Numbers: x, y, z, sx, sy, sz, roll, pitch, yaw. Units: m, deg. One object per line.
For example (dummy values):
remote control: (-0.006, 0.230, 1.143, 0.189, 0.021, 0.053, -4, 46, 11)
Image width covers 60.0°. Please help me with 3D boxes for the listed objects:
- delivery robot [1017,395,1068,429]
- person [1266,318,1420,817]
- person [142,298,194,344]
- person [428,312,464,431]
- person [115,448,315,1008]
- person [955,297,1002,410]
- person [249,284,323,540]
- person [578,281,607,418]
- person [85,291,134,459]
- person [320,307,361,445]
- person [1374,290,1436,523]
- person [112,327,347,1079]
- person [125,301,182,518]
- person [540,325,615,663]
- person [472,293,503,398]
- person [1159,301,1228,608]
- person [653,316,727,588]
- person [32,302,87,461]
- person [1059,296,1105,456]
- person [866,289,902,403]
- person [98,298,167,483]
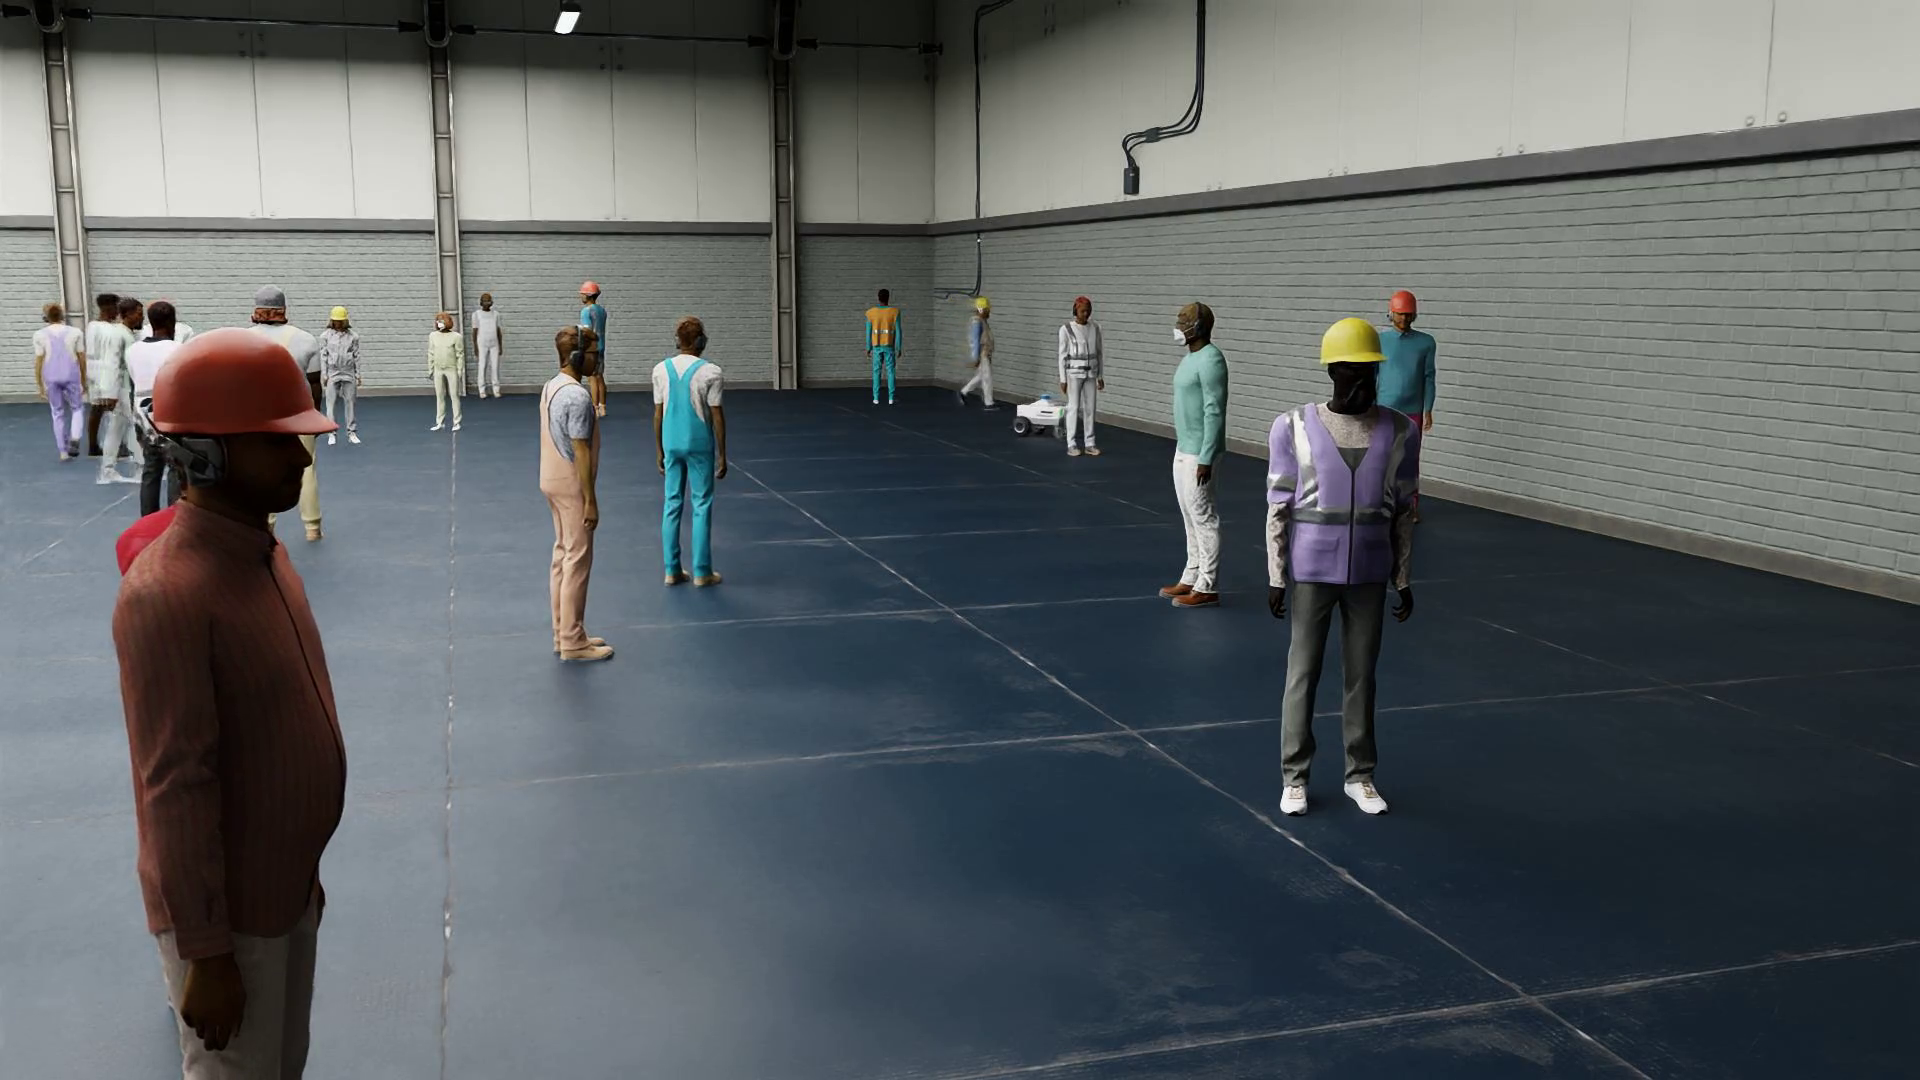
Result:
delivery robot: (1.116, -1.669, 21.879, 0.707, 0.478, 0.477, 5, 10, 31)
person: (1.479, 0.110, 6.453, 0.589, 1.930, 0.356, 0, 9, -2)
person: (-9.363, -1.937, 19.729, 0.631, 1.868, 0.602, -6, 11, -35)
person: (-7.063, -2.313, 22.853, 0.499, 1.634, 0.279, 1, 9, 8)
person: (-2.073, 0.484, 4.676, 0.575, 1.742, 0.355, 4, 10, 26)
person: (0.306, -2.965, 26.450, 0.713, 1.802, 0.594, 1, 9, 6)
person: (-5.404, -0.996, 13.163, 0.675, 2.000, 0.537, -4, 10, -24)
person: (-5.506, -2.837, 24.888, 0.367, 2.048, 0.609, 2, 9, 13)
person: (-9.907, -1.912, 19.310, 0.651, 1.954, 0.404, 8, 12, 41)
person: (-7.804, -2.071, 20.989, 0.483, 1.736, 0.311, -6, 11, -32)
person: (3.741, -1.124, 14.175, 0.608, 1.987, 0.400, 0, 9, 1)
person: (-1.265, 0.621, 2.987, 0.391, 1.992, 0.623, -1, 9, -8)
person: (-6.197, -0.893, 12.939, 0.597, 1.909, 0.389, 3, 9, 19)
person: (-2.085, -0.244, 9.037, 0.362, 1.835, 0.513, -5, 10, -30)
person: (-8.257, -3.389, 29.095, 0.508, 1.838, 0.343, -6, 11, -32)
person: (1.500, -0.539, 10.567, 0.359, 1.938, 0.635, -1, 9, -6)
person: (-1.815, -0.587, 11.222, 0.517, 1.835, 0.354, 2, 9, 15)
person: (-10.226, -1.788, 18.916, 0.521, 1.824, 0.508, -5, 10, -27)
person: (1.435, -1.926, 19.625, 0.586, 1.879, 0.374, -5, 10, -28)
person: (-1.273, -3.241, 27.872, 0.596, 1.918, 0.381, 1, 9, 3)
person: (-8.439, -1.509, 16.941, 0.766, 1.881, 0.603, -3, 9, -20)
